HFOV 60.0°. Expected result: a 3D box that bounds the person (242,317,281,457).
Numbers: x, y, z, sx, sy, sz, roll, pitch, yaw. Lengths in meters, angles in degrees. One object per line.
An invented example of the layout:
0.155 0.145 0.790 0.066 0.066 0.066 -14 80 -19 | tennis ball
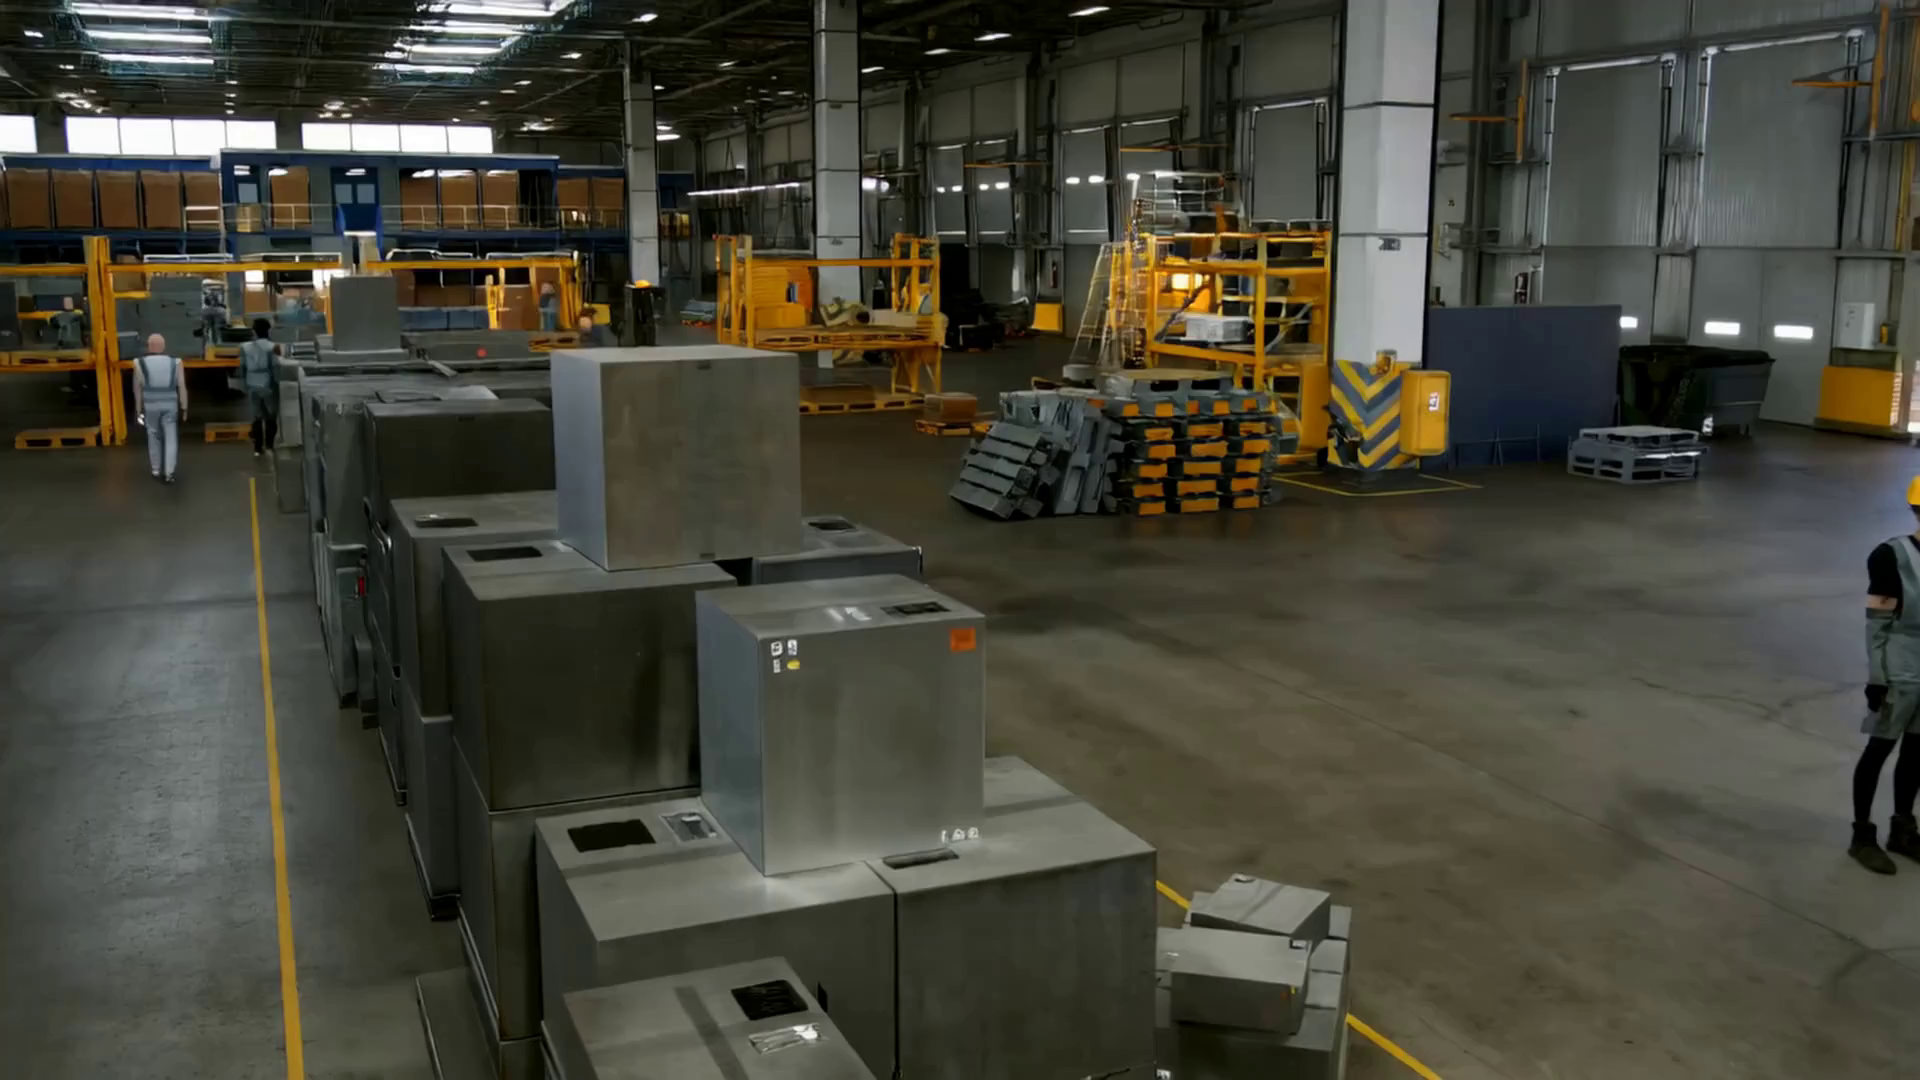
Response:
-9.586 -2.093 22.876 0.591 1.917 0.379 4 11 22 | person

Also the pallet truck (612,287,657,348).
-6.464 -4.406 35.401 0.823 1.965 1.885 6 12 32 | pallet truck

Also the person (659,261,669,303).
-13.178 -11.398 73.979 0.614 1.986 0.410 0 10 0 | person

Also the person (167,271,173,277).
-29.566 -9.226 62.394 0.588 1.837 0.945 -2 10 -9 | person

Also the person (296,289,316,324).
-15.327 -4.981 39.112 0.537 1.796 0.778 6 12 28 | person

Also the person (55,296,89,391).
-17.529 -3.868 32.821 0.525 1.867 0.335 -6 12 -31 | person

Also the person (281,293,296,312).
-16.013 -5.048 39.753 0.498 1.704 0.890 4 11 22 | person

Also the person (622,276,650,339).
-9.675 -6.948 49.709 0.912 1.903 0.655 4 11 21 | person

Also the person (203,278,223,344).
-20.148 -6.077 44.784 0.542 1.937 0.360 -6 12 -30 | person

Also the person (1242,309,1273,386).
4.523 -2.558 25.429 0.565 1.918 0.402 -8 13 -37 | person

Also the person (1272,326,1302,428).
5.111 -2.575 26.278 0.876 1.650 0.539 5 11 24 | person

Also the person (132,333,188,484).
-9.872 -1.629 20.555 0.608 1.827 0.982 -6 12 -31 | person

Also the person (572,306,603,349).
-6.006 -2.827 26.937 0.611 1.912 0.586 5 12 27 | person

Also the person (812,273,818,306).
-4.820 -8.278 57.188 0.430 1.840 0.621 7 12 34 | person

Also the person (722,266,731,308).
-9.990 -10.958 71.864 0.581 1.865 0.959 -6 12 -30 | person

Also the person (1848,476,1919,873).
4.546 0.616 7.886 0.546 1.939 0.375 -2 11 -13 | person

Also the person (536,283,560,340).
-11.222 -6.130 45.476 0.625 1.800 0.961 5 11 26 | person

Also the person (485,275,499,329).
-13.533 -6.669 48.040 0.373 1.940 0.628 0 10 3 | person
